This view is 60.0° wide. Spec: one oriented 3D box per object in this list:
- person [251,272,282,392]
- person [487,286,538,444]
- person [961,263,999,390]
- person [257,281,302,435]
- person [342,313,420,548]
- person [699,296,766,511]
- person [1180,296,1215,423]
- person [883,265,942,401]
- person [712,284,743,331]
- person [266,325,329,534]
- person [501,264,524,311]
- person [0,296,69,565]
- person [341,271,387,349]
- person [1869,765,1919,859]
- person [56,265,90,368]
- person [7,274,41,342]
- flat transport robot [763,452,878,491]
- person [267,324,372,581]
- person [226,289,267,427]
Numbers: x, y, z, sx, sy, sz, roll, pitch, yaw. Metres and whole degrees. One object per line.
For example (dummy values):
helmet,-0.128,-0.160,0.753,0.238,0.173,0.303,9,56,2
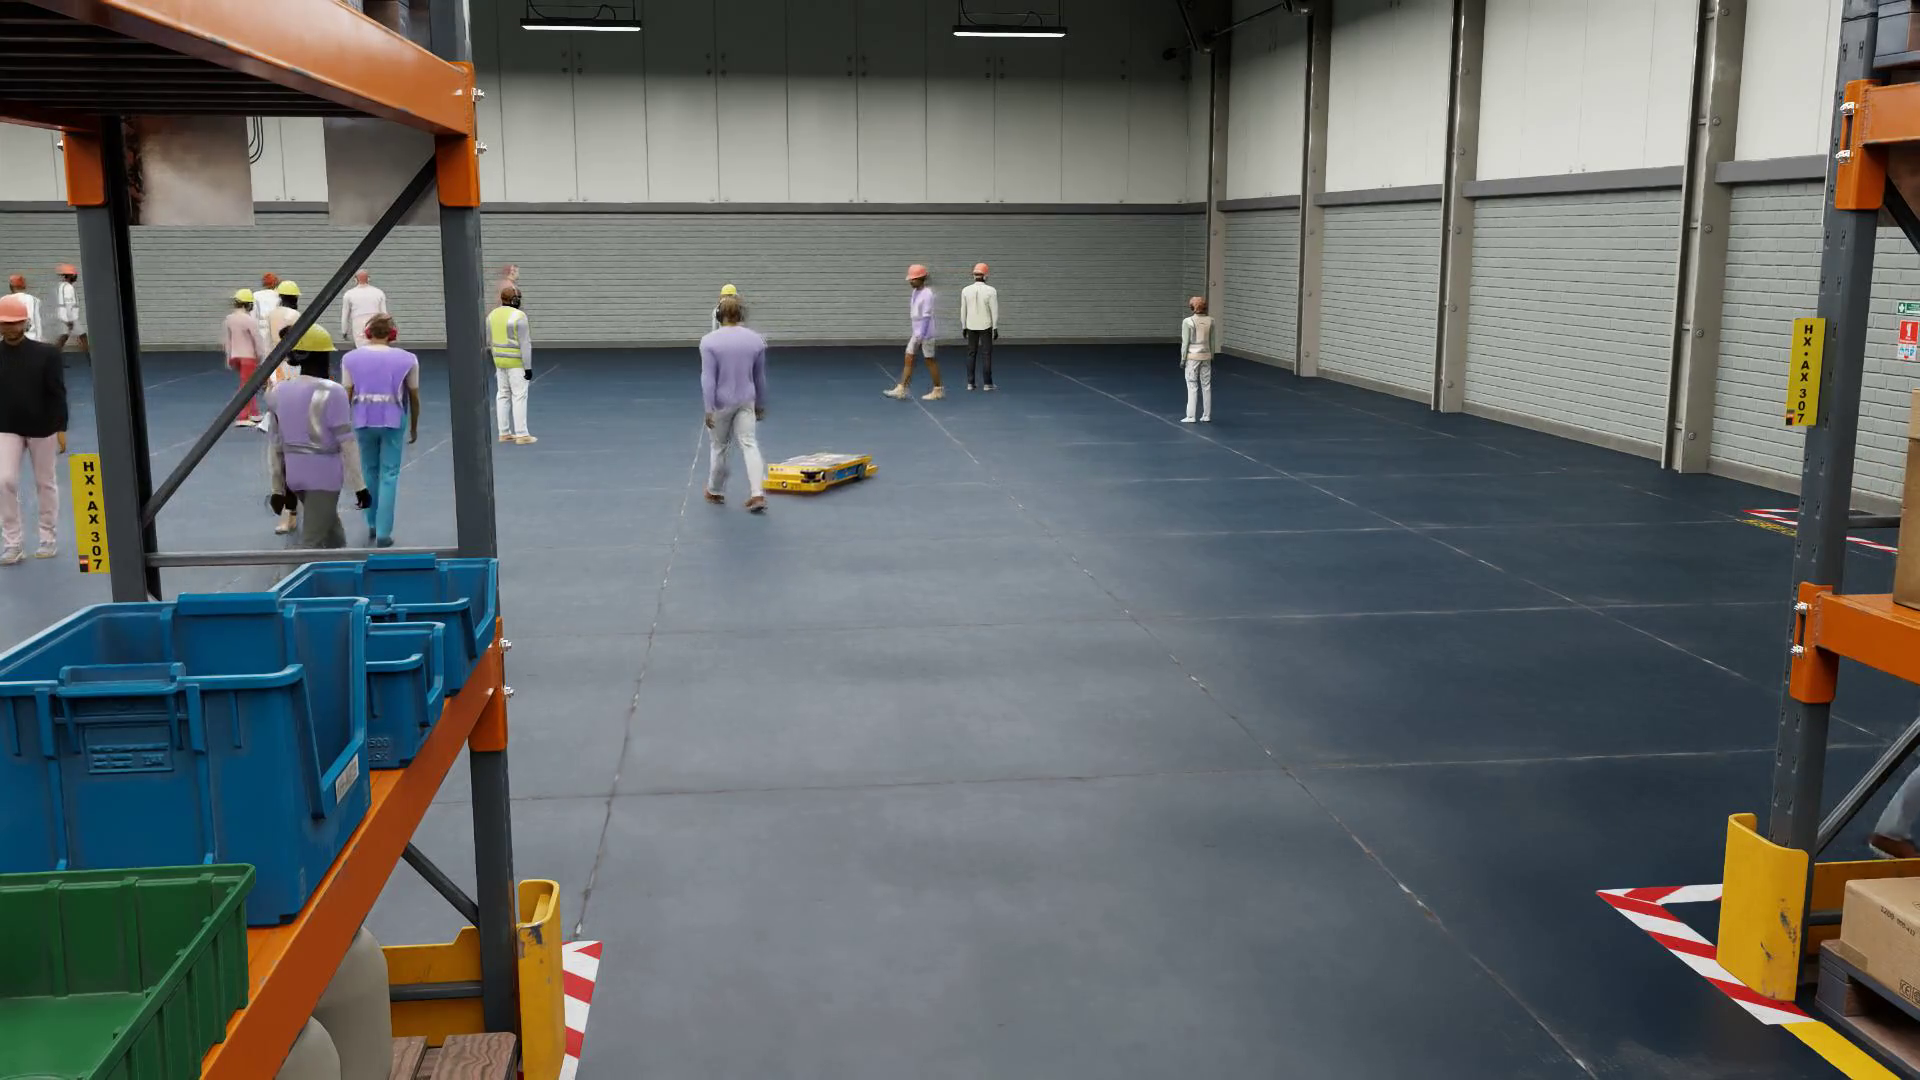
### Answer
person,-10.511,-3.153,25.413,0.617,1.871,0.435,-2,10,-8
person,-5.210,-2.037,19.416,0.626,1.836,0.428,7,12,33
person,0.325,-3.350,26.168,0.623,1.989,0.401,4,11,23
person,-8.160,-2.198,20.174,0.598,1.889,0.984,8,13,36
person,-4.538,-0.875,13.106,0.583,1.802,0.862,-2,10,-8
person,-1.989,-1.201,14.696,0.651,1.890,1.035,-6,12,-31
person,3.076,-2.327,21.531,0.522,1.638,0.309,-5,12,-27
person,-0.668,-2.997,24.231,1.000,1.991,0.631,-5,11,-25
person,-3.231,-2.704,23.327,0.485,1.739,0.314,5,12,26
person,-5.361,-0.892,13.504,0.532,1.697,0.322,0,10,2
person,-8.484,-4.249,31.395,0.502,1.893,0.643,-4,11,-20
person,-6.907,-0.798,12.265,0.614,1.965,0.760,-3,11,-16
person,-9.552,-3.371,26.650,0.678,1.850,0.996,-6,12,-30
person,3.847,0.518,6.097,0.508,1.577,0.871,-10,14,-42
person,-16.276,-4.105,30.593,0.975,1.882,0.565,-9,13,-40
person,-13.795,-2.987,24.542,0.741,1.862,0.587,4,11,19
flat transport robot,-1.391,-0.681,16.262,0.652,0.197,1.431,4,11,21
person,-3.977,-0.373,10.160,0.585,1.888,0.965,6,12,29
person,-9.045,-2.325,21.247,0.551,1.738,0.708,5,12,27
